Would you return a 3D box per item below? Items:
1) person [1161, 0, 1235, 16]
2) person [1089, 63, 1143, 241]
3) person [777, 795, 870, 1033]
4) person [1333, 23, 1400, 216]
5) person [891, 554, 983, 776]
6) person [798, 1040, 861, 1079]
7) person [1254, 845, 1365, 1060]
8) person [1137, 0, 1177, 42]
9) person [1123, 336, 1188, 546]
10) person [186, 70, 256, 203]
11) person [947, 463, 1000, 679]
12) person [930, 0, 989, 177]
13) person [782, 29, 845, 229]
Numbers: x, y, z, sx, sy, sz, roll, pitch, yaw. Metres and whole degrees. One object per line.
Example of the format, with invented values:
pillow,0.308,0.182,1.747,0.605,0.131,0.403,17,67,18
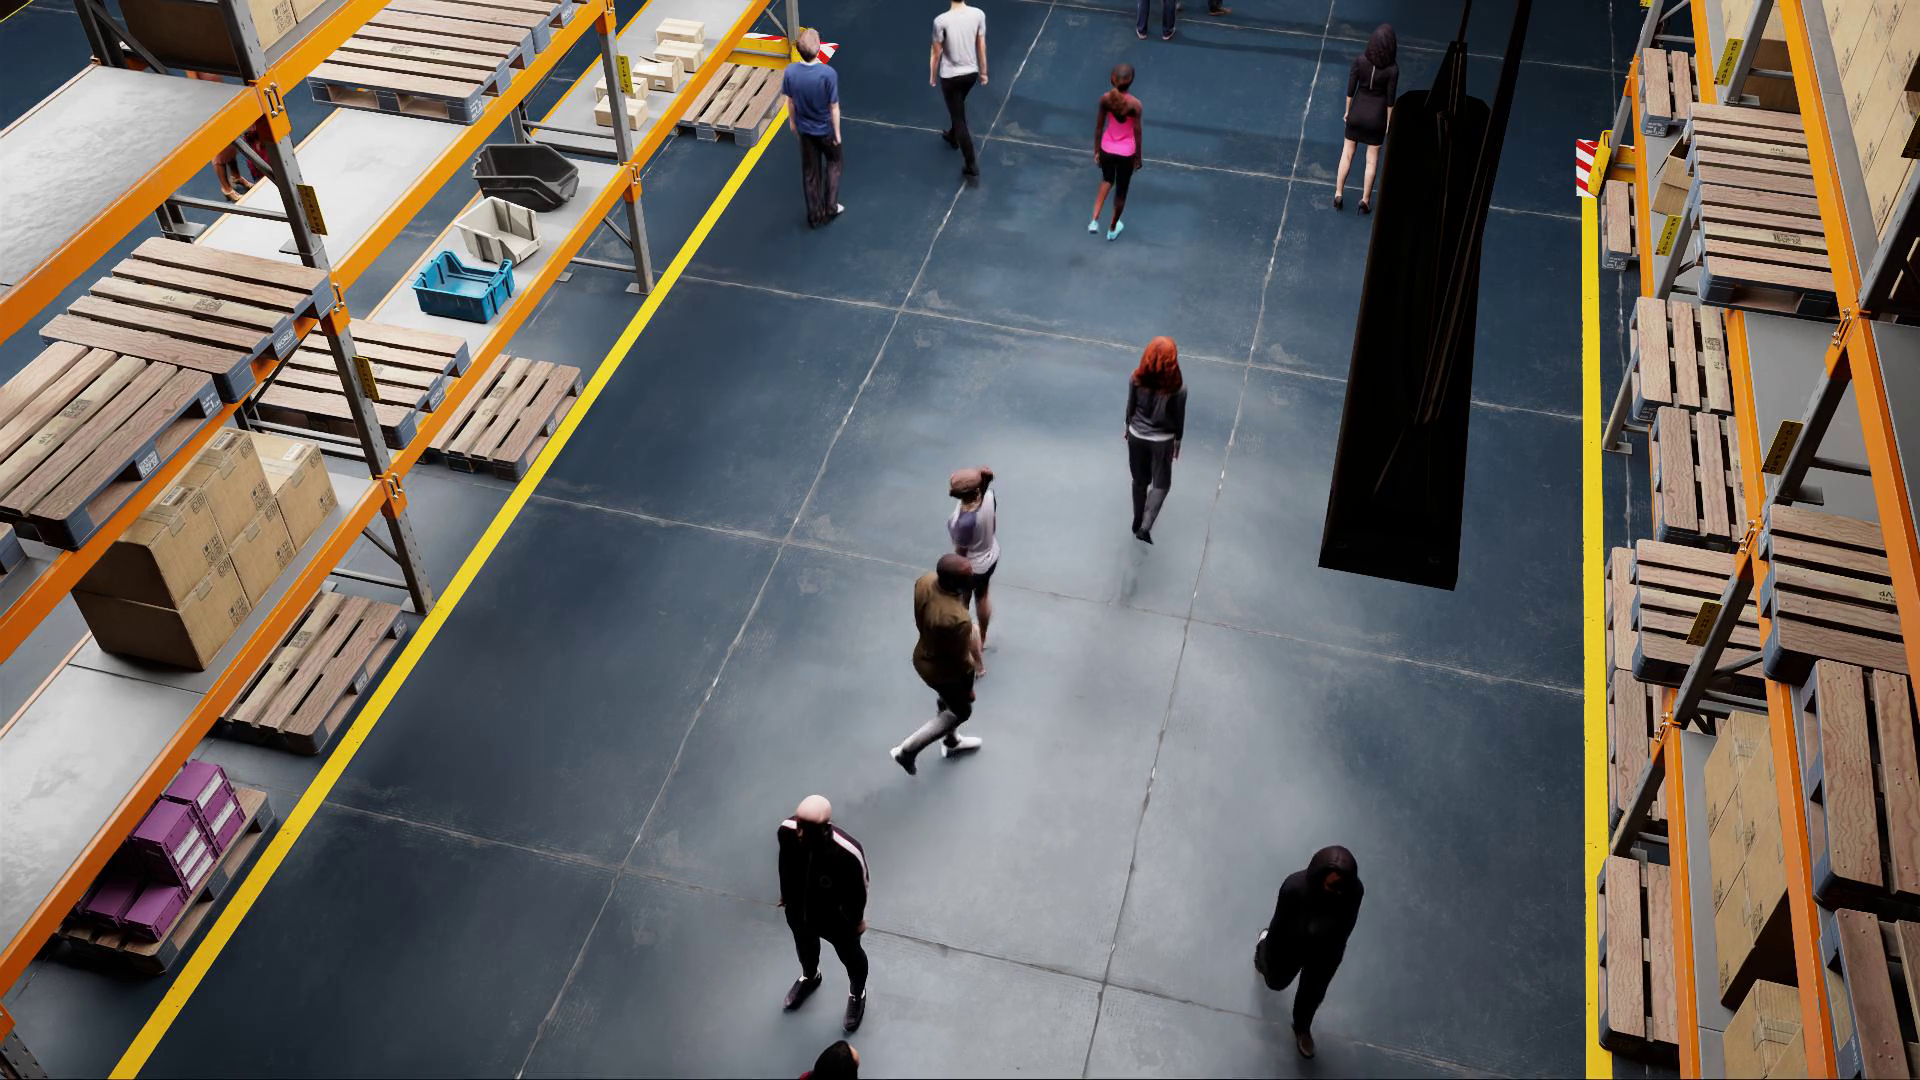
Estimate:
person,2.423,-6.502,17.793,1.084,1.772,1.167,33,53,30
person,1.342,-3.330,14.505,0.665,1.713,0.800,21,48,21
person,-0.722,1.951,8.872,0.697,1.837,0.616,16,46,17
person,3.635,-3.742,14.870,0.629,1.806,0.555,20,47,20
person,-0.166,0.794,10.109,1.059,1.807,1.012,-18,47,-18
person,-0.553,2.914,7.992,0.607,1.657,0.538,15,46,15
person,1.826,2.087,8.905,0.835,1.595,1.019,-4,44,-5
person,2.082,-6.129,17.343,0.684,1.852,0.592,7,44,8
person,1.318,-0.643,11.646,0.637,1.767,0.805,15,46,15
person,-6.776,-3.915,15.034,0.678,1.830,0.538,0,44,0
person,0.111,0.126,10.858,0.652,1.740,0.857,-32,52,-29
person,0.017,-4.235,15.373,1.157,1.827,1.258,-18,47,-18
person,-1.287,-3.563,14.643,0.679,1.861,0.645,9,44,9
